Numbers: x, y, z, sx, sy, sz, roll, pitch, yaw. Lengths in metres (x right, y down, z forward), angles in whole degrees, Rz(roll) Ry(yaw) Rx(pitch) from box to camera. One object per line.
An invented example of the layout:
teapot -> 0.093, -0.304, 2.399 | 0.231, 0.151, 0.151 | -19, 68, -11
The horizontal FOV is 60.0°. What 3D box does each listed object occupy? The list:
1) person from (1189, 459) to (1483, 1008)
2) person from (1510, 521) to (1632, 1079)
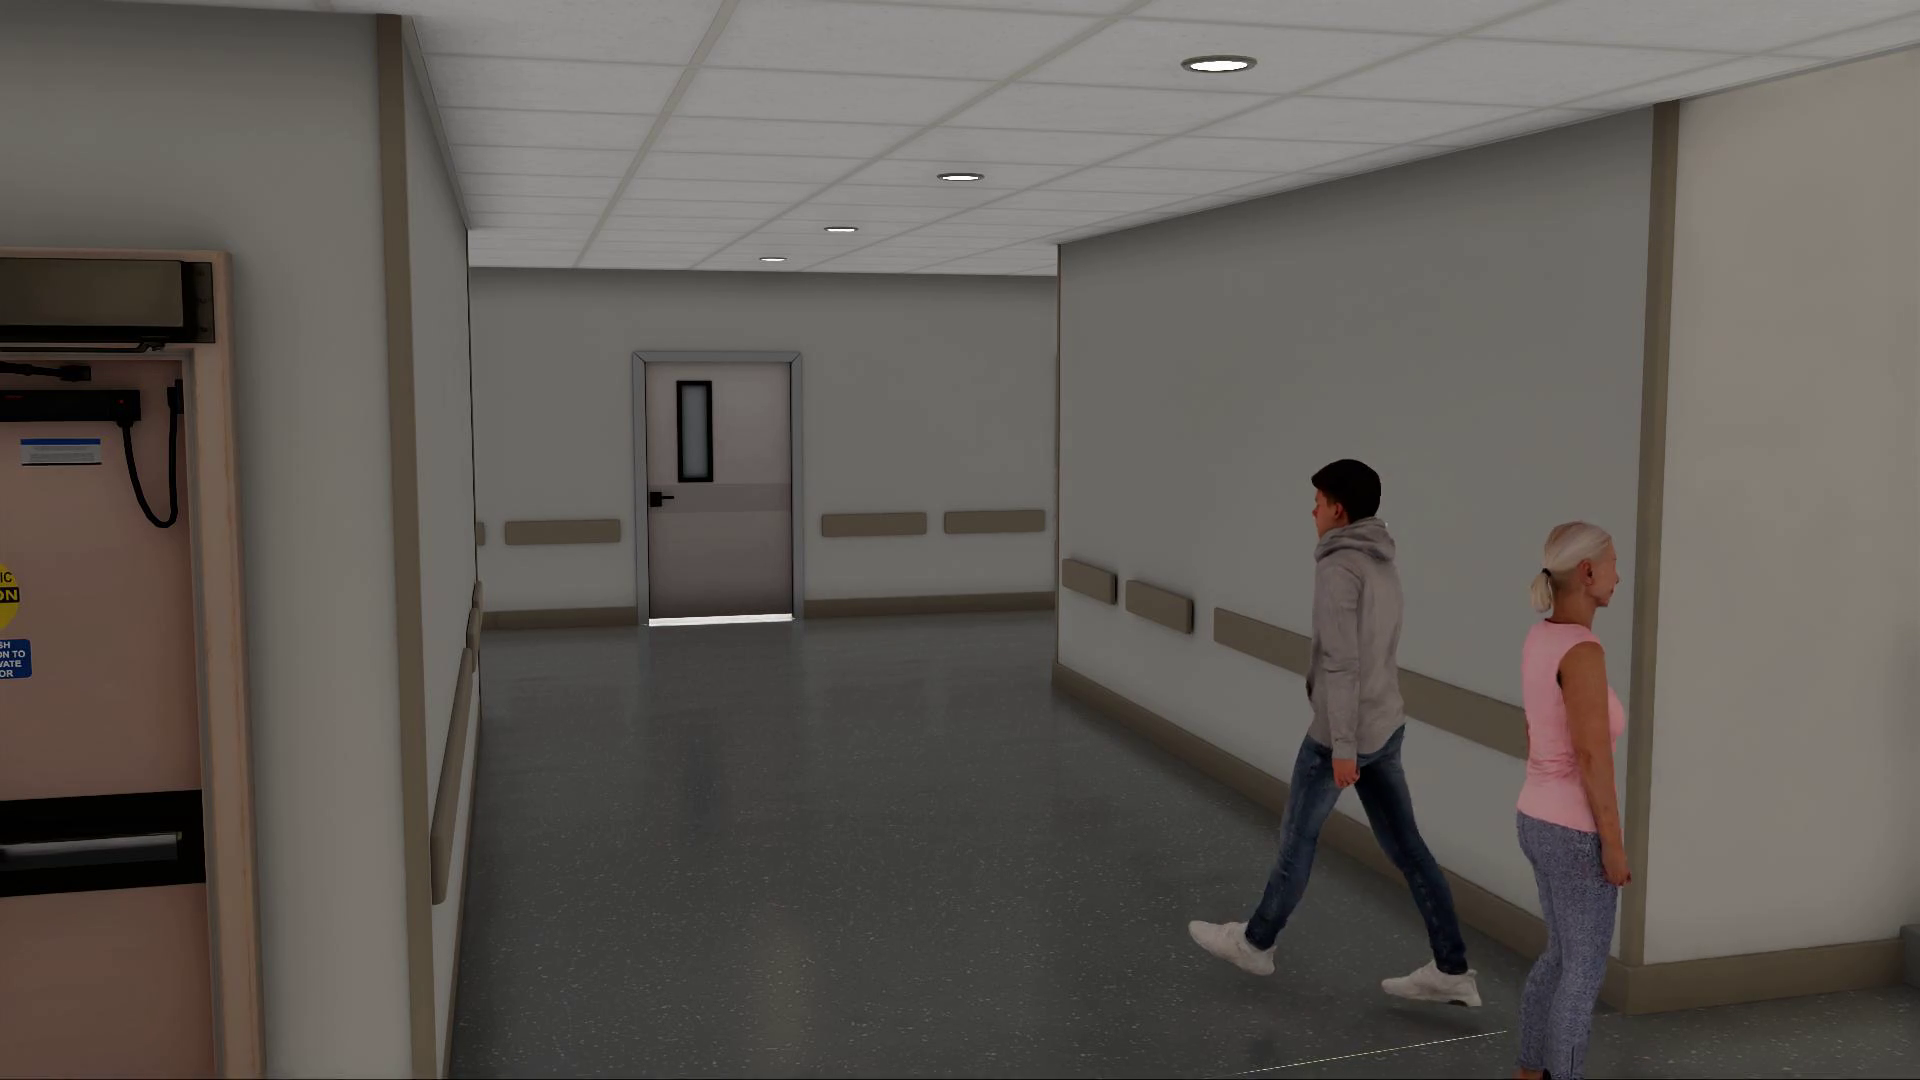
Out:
person -> 1.395, 0.682, 5.497 | 1.279, 1.799, 1.260 | 4, 7, 33
person -> 1.673, 0.809, 4.614 | 0.618, 1.722, 0.623 | 0, 6, 5
